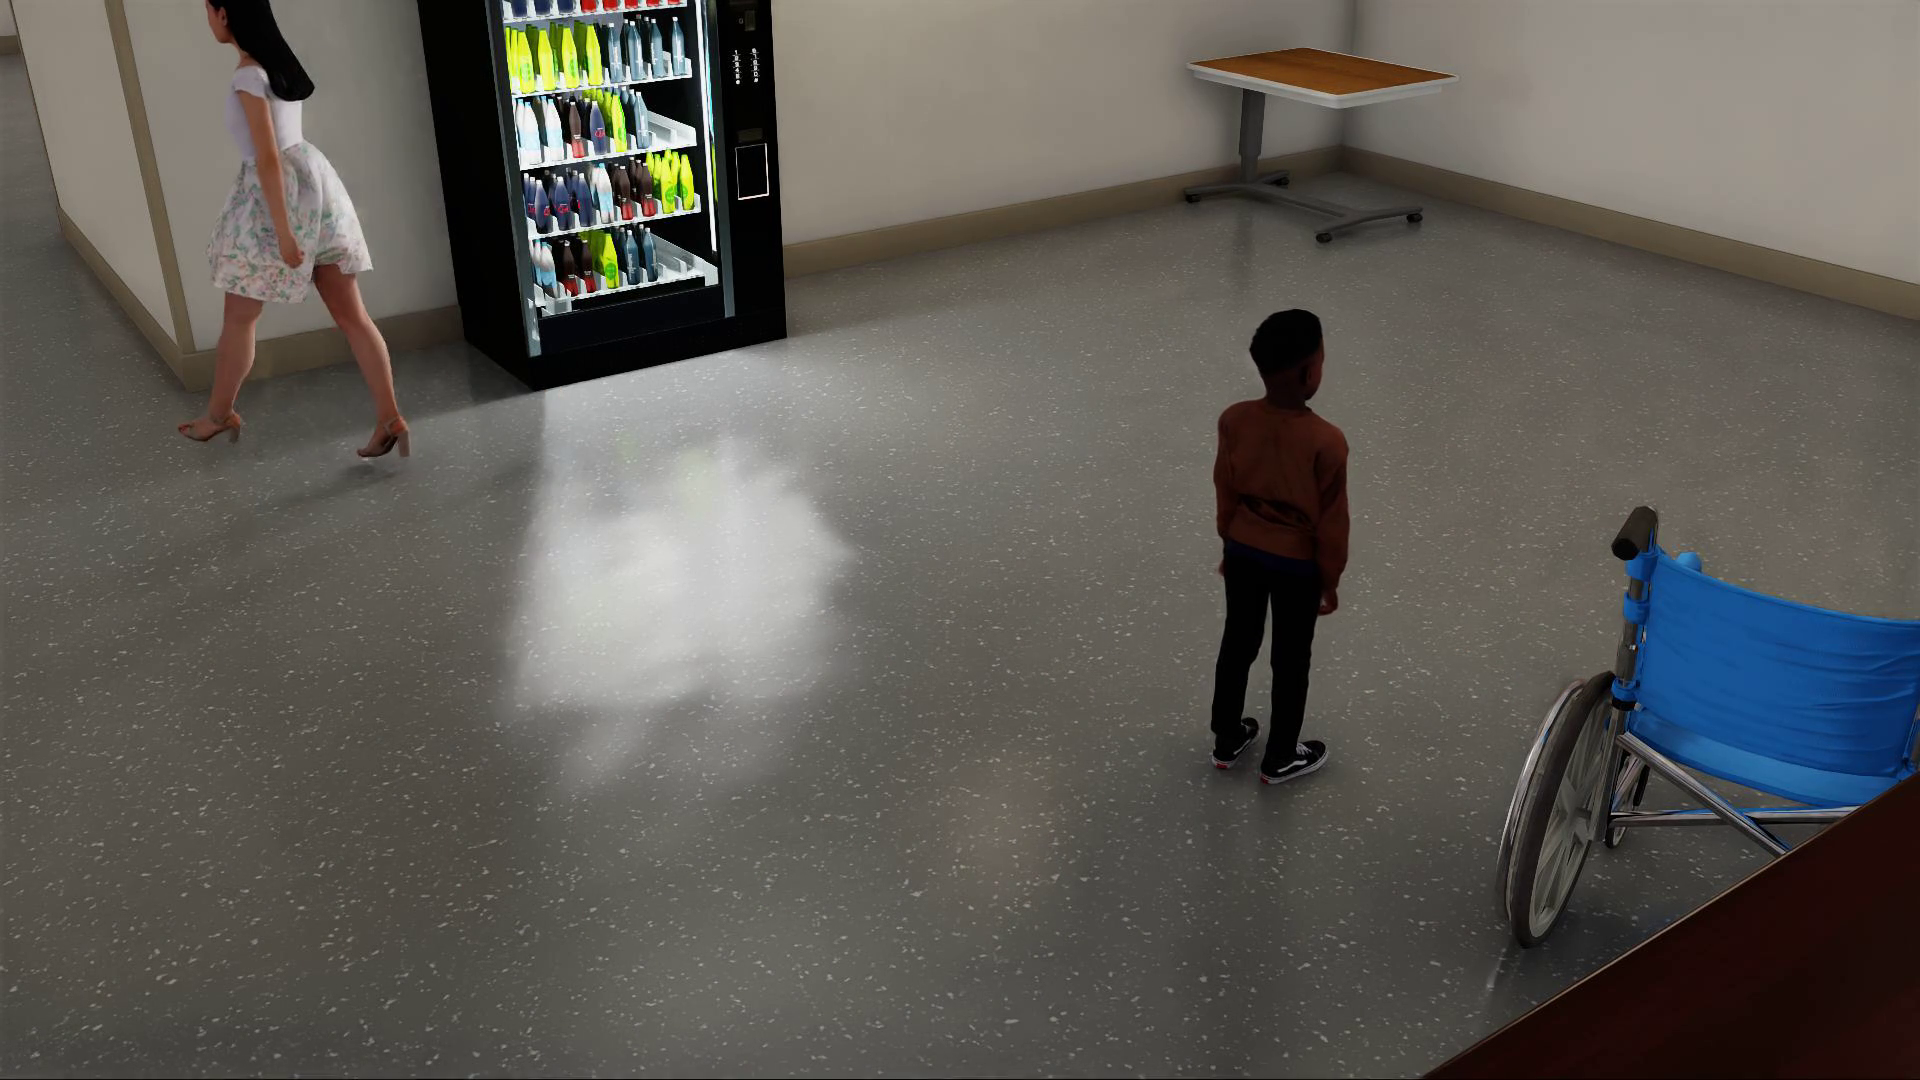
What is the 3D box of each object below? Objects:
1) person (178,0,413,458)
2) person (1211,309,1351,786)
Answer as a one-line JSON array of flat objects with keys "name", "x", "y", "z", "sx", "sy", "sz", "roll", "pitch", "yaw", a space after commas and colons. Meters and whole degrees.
[{"name": "person", "x": -2.288, "y": -1.099, "z": 5.965, "sx": 1.167, "sy": 1.733, "sz": 1.050, "roll": 2, "pitch": 26, "yaw": 3}, {"name": "person", "x": 0.786, "y": 0.031, "z": 4.170, "sx": 0.569, "sy": 1.256, "sz": 0.547, "roll": 20, "pitch": 32, "yaw": 35}]
